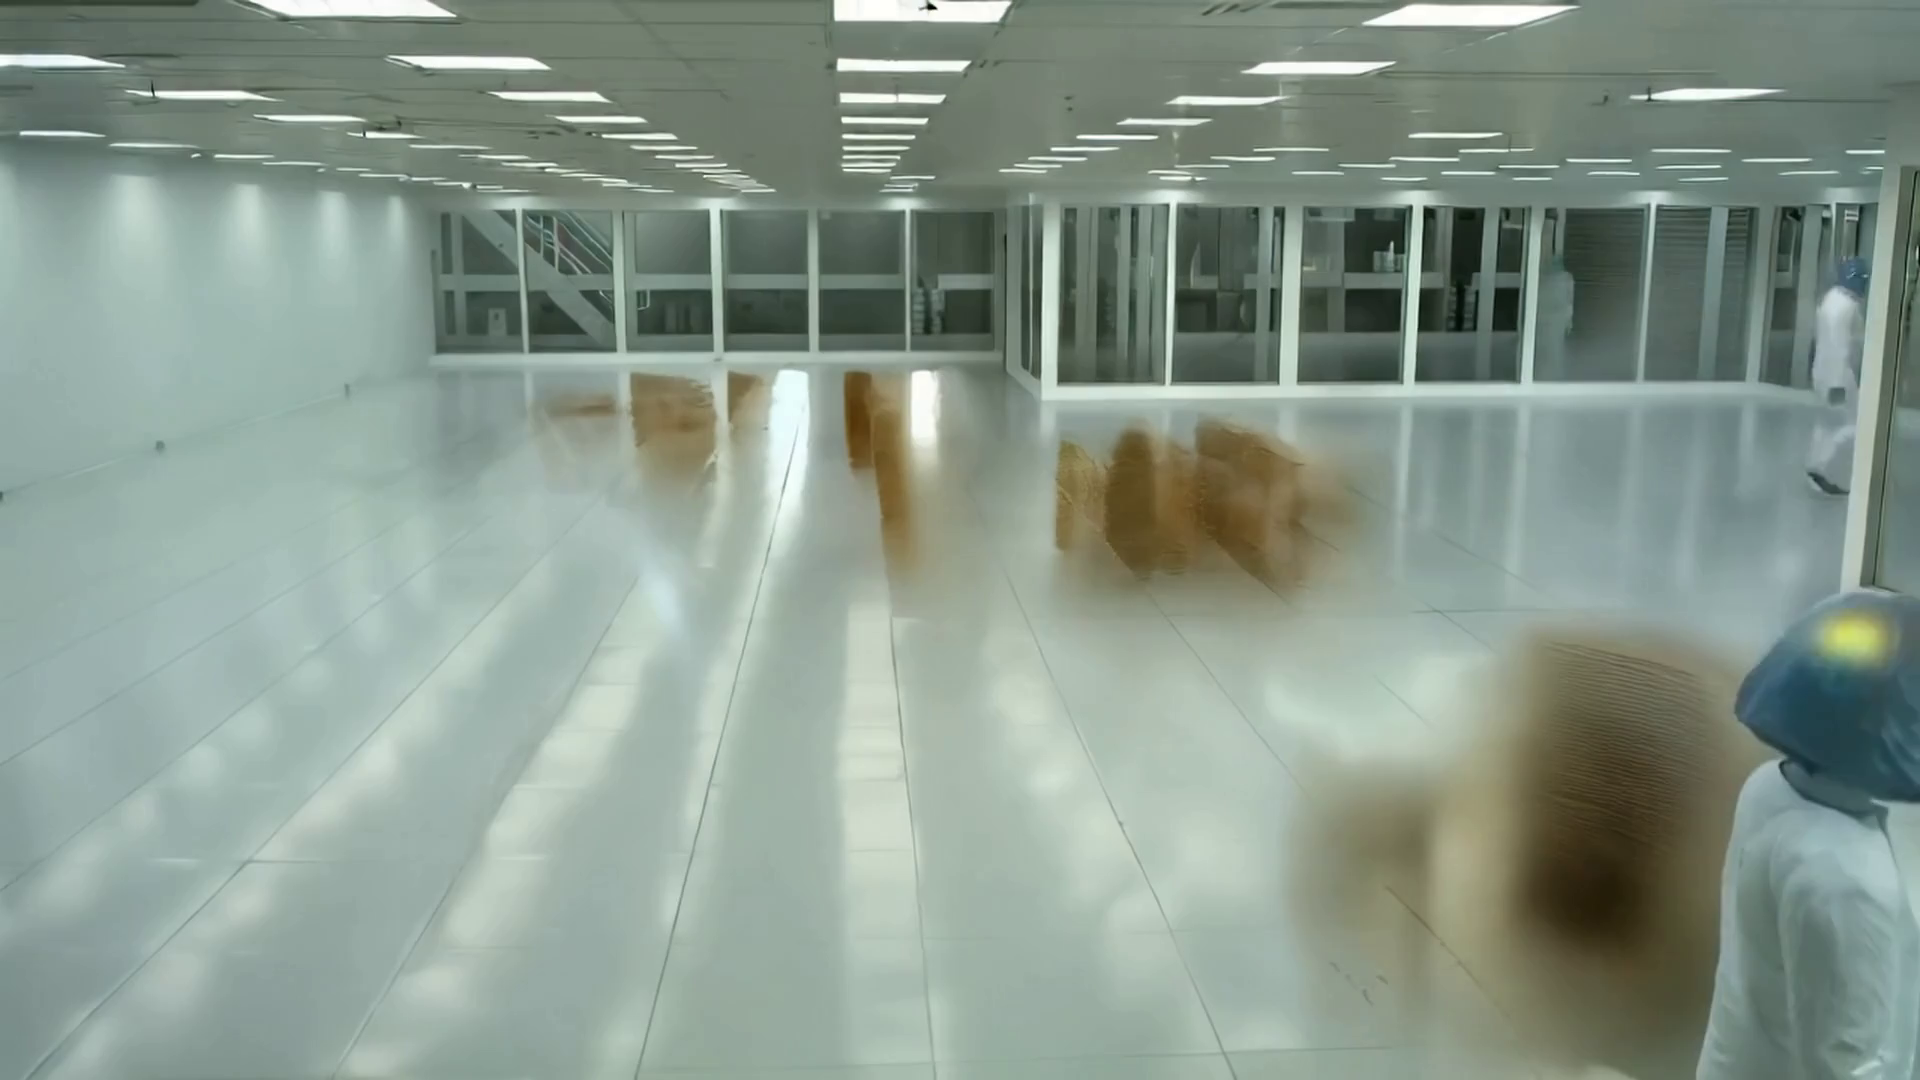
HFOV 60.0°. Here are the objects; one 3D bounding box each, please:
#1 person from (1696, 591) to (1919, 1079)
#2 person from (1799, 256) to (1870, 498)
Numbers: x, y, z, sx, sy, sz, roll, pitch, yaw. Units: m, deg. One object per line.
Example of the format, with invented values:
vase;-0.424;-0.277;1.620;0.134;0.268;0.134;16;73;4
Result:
person;1.137;0.866;2.255;0.273;1.631;0.507;3;11;14
person;6.897;-1.258;12.994;0.431;1.891;0.674;4;11;20
